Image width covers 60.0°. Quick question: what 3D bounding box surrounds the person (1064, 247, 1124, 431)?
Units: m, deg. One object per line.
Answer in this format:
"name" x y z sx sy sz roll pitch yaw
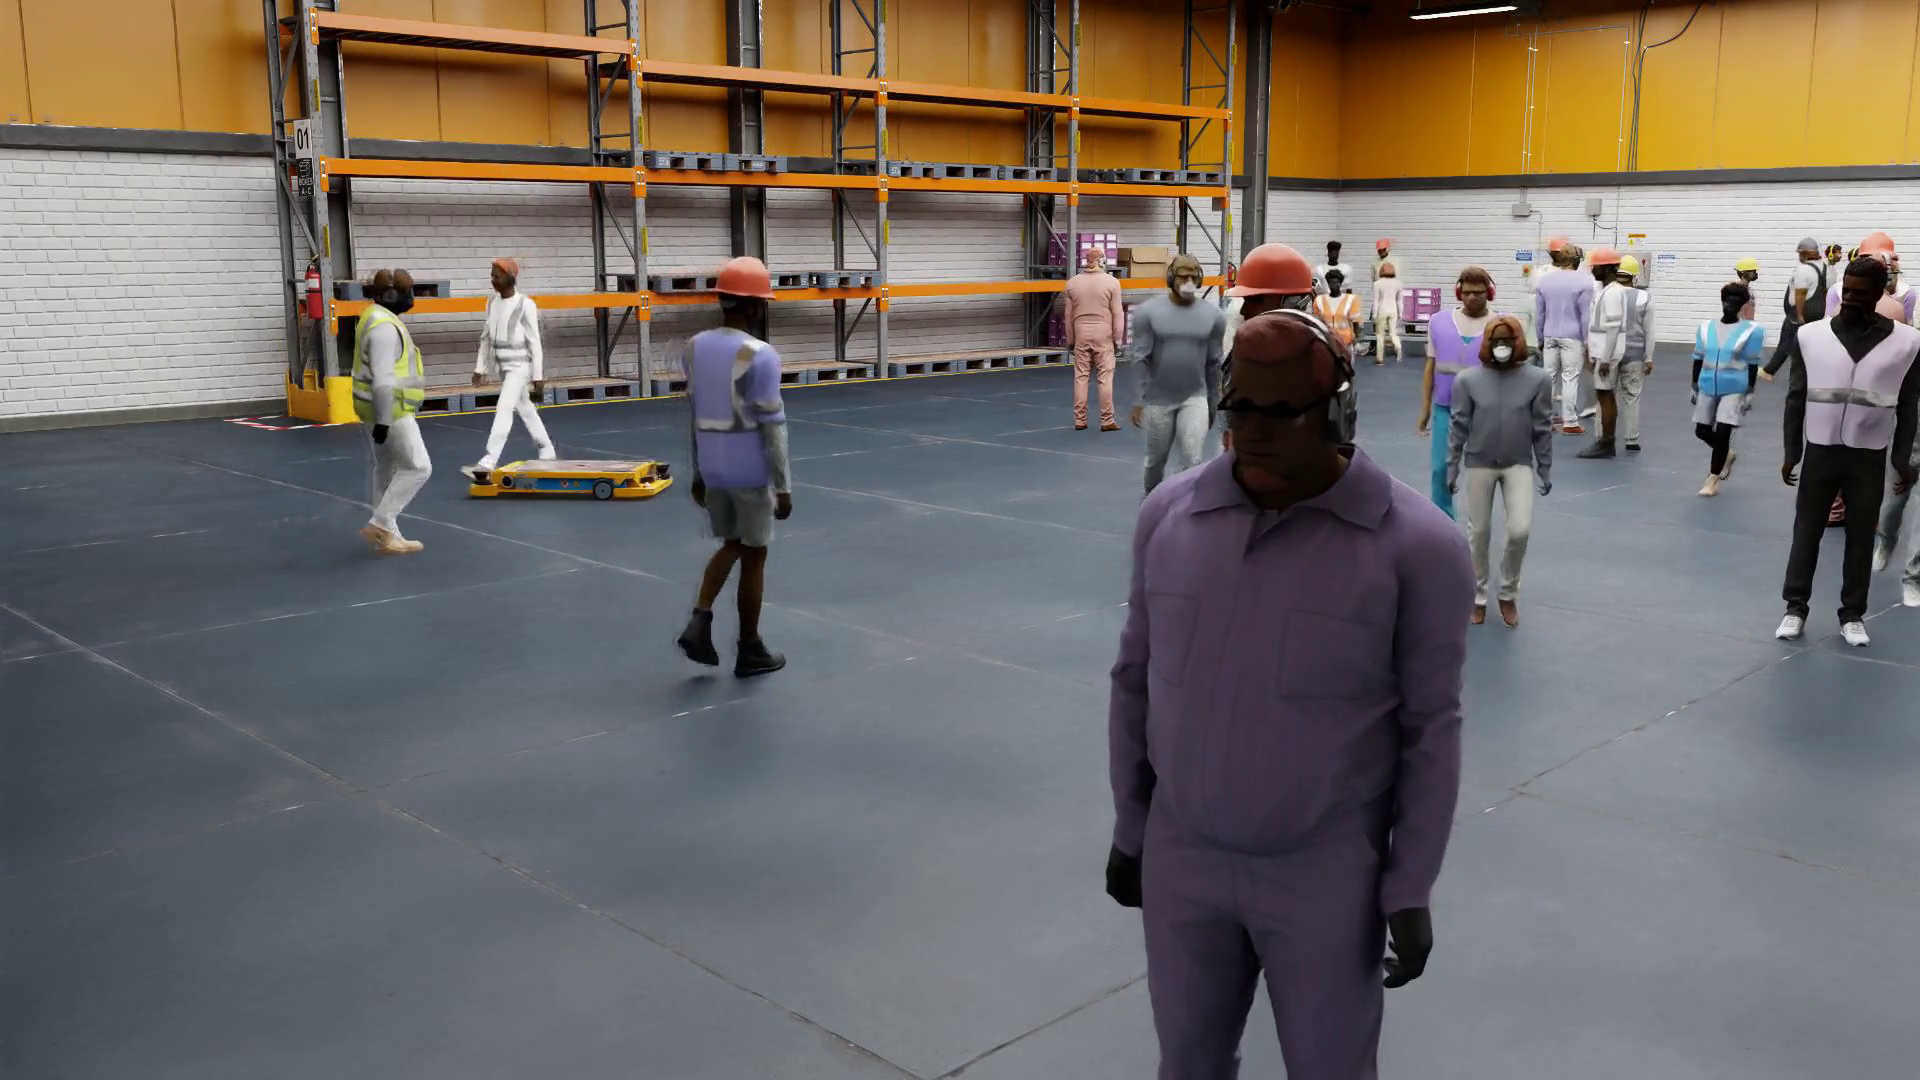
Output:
"person" 1.406 -2.074 17.243 0.639 1.902 0.407 5 12 26

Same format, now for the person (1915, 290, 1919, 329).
"person" 9.906 -1.975 16.738 0.584 1.883 0.337 1 10 4

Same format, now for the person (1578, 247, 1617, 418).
"person" 7.027 -2.237 18.143 0.615 1.889 0.544 0 10 0

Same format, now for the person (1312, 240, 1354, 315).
"person" 5.595 -3.516 24.976 0.621 1.951 0.410 1 10 5

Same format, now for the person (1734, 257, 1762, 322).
"person" 9.122 -2.405 19.399 0.303 1.772 0.525 5 11 25

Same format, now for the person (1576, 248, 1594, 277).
"person" 10.358 -4.005 27.991 0.692 1.822 0.430 -6 12 -31

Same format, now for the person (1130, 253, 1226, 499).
"person" 1.419 -0.931 10.988 0.635 1.913 0.834 0 10 -1

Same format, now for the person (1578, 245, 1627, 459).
"person" 5.839 -1.700 15.107 0.376 1.933 0.552 4 11 21

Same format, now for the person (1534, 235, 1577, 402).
"person" 7.252 -2.691 20.258 0.629 2.024 0.453 -4 11 -22

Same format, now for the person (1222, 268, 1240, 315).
"person" 3.563 -2.641 21.107 0.512 1.624 0.551 3 11 16

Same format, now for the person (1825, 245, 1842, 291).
"person" 13.778 -3.738 26.394 0.327 1.873 0.520 7 13 34

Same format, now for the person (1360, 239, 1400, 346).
"person" 7.665 -4.462 30.137 0.624 1.935 1.002 9 14 41

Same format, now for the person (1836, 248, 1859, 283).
"person" 11.305 -2.763 21.079 0.513 1.871 0.328 -4 11 -20

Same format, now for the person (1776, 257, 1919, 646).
"person" 4.407 -0.436 8.263 0.590 1.916 0.398 5 12 27

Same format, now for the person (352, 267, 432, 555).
"person" -3.577 -0.795 10.468 0.444 1.824 0.647 -5 12 -26

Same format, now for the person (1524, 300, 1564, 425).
"person" 6.233 -2.022 17.777 0.562 1.597 0.507 -5 11 -24

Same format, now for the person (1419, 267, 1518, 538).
"person" 3.212 -0.795 10.465 0.591 1.824 0.449 6 12 29

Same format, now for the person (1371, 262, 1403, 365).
"person" 6.647 -3.505 25.822 0.504 1.619 0.550 -2 11 -11

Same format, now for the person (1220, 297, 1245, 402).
"person" 2.163 -1.148 12.226 0.407 1.902 0.899 10 14 43

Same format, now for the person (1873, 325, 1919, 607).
"person" 5.385 -0.516 9.303 0.502 1.711 0.755 6 12 29

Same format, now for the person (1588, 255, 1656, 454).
"person" 6.150 -1.718 15.475 0.588 1.835 0.403 6 12 29

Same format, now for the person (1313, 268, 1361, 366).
"person" 4.271 -2.254 18.869 0.549 1.660 0.837 4 11 19

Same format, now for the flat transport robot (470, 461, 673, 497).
"flat transport robot" -3.030 -0.488 13.033 1.431 0.197 0.652 1 10 3

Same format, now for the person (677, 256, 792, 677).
"person" -1.008 -0.308 7.530 0.577 1.925 0.443 8 13 37

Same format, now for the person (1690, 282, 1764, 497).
"person" 5.998 -1.178 12.970 0.599 1.674 0.530 -9 14 -41

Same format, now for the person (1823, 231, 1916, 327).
"person" 6.814 -1.285 12.532 0.610 2.048 0.366 4 11 20

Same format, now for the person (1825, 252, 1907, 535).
"person" 6.199 -0.995 11.337 0.402 1.910 0.639 -2 11 -8

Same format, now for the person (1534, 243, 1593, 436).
"person" 6.119 -2.024 16.860 0.375 1.940 0.627 -8 13 -37

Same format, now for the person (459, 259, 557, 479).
"person" -3.757 -1.420 13.887 0.578 1.831 1.035 9 14 42

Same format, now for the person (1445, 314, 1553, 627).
"person" 2.775 -0.344 8.565 0.538 1.620 0.449 3 11 16

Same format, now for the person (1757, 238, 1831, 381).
"person" 11.554 -3.167 22.816 0.692 2.000 1.028 -5 11 -25

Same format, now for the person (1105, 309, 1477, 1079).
"person" 0.531 0.552 2.921 0.636 1.902 0.406 6 12 32

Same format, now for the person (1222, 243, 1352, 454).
"person" 1.089 -0.025 5.806 0.396 1.992 0.623 -5 12 -26
